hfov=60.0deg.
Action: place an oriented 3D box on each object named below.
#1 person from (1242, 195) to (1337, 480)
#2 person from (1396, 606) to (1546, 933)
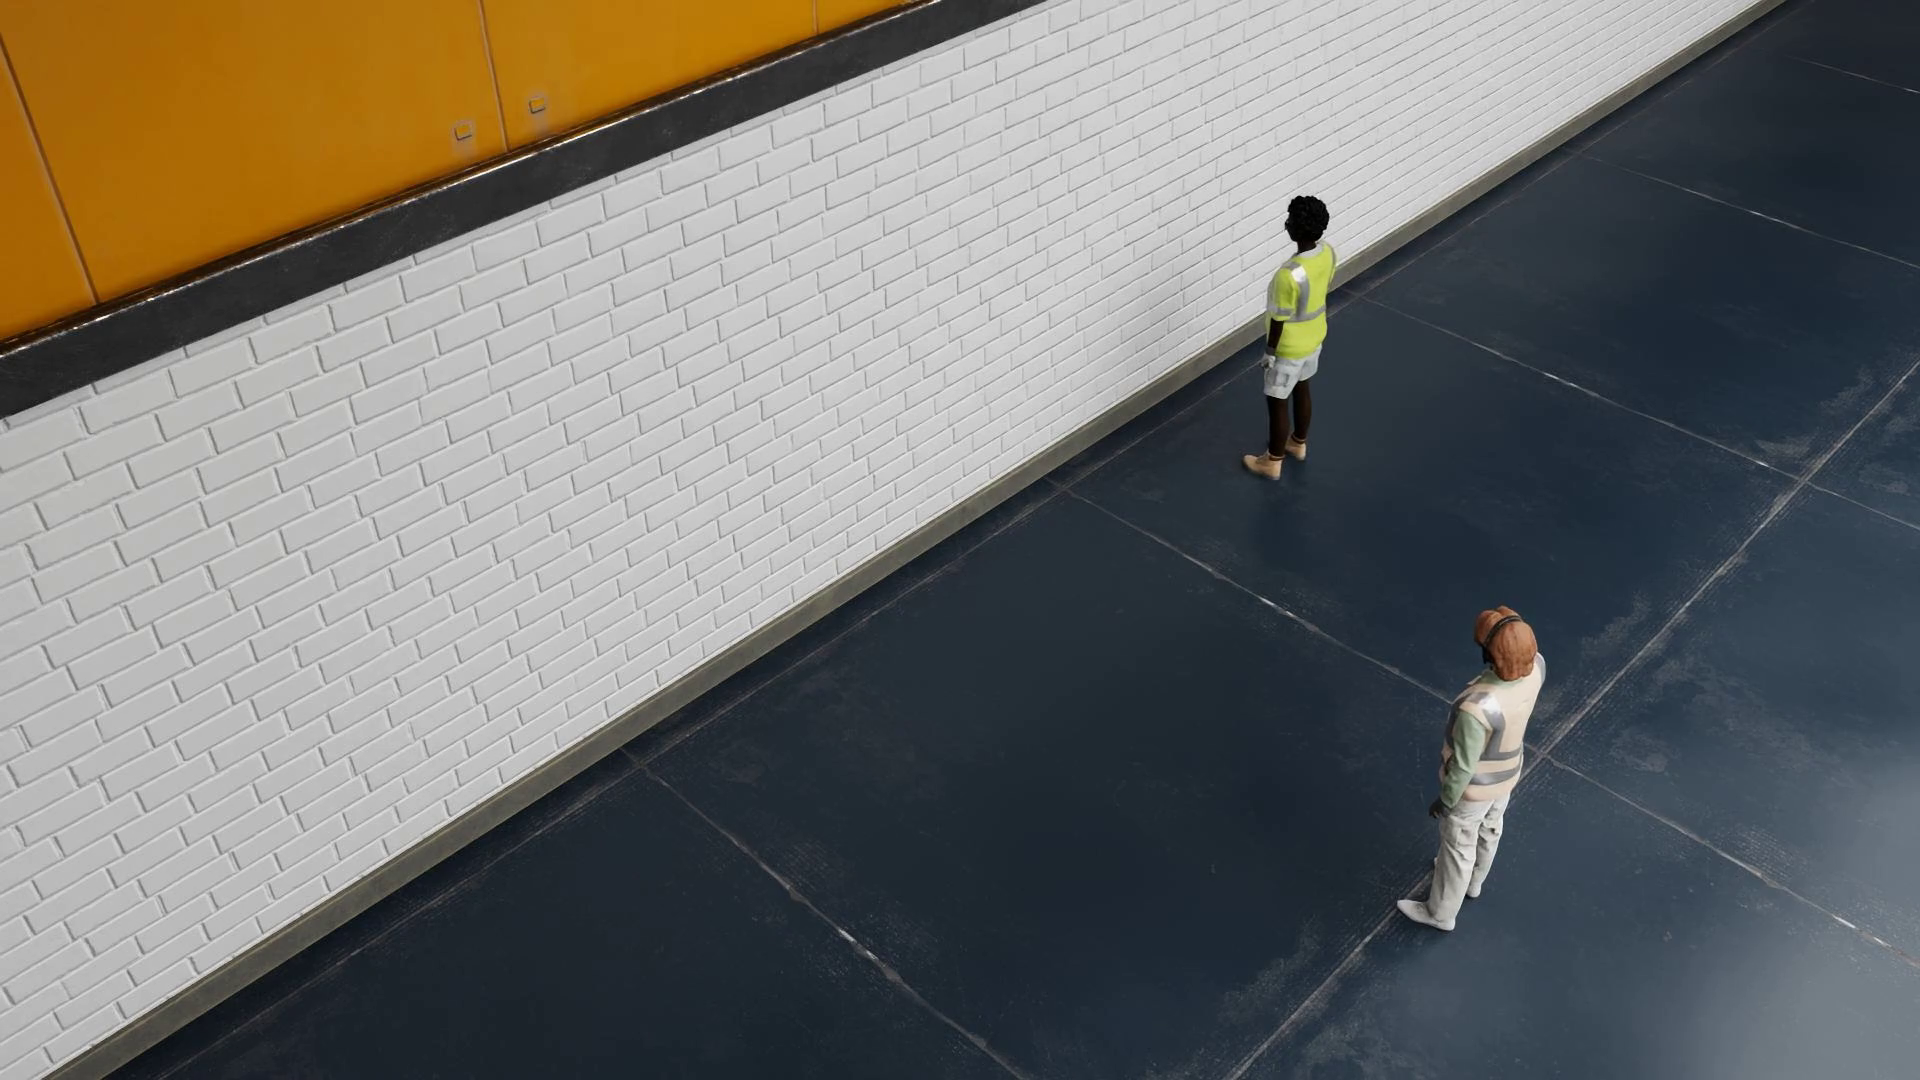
[{"bbox_3d":[1.836,-1.109,9.168,0.321,1.688,0.528,26,45,28],"label":"person"},{"bbox_3d":[2.065,0.937,6.651,0.513,1.636,0.312,-31,48,-33],"label":"person"}]
